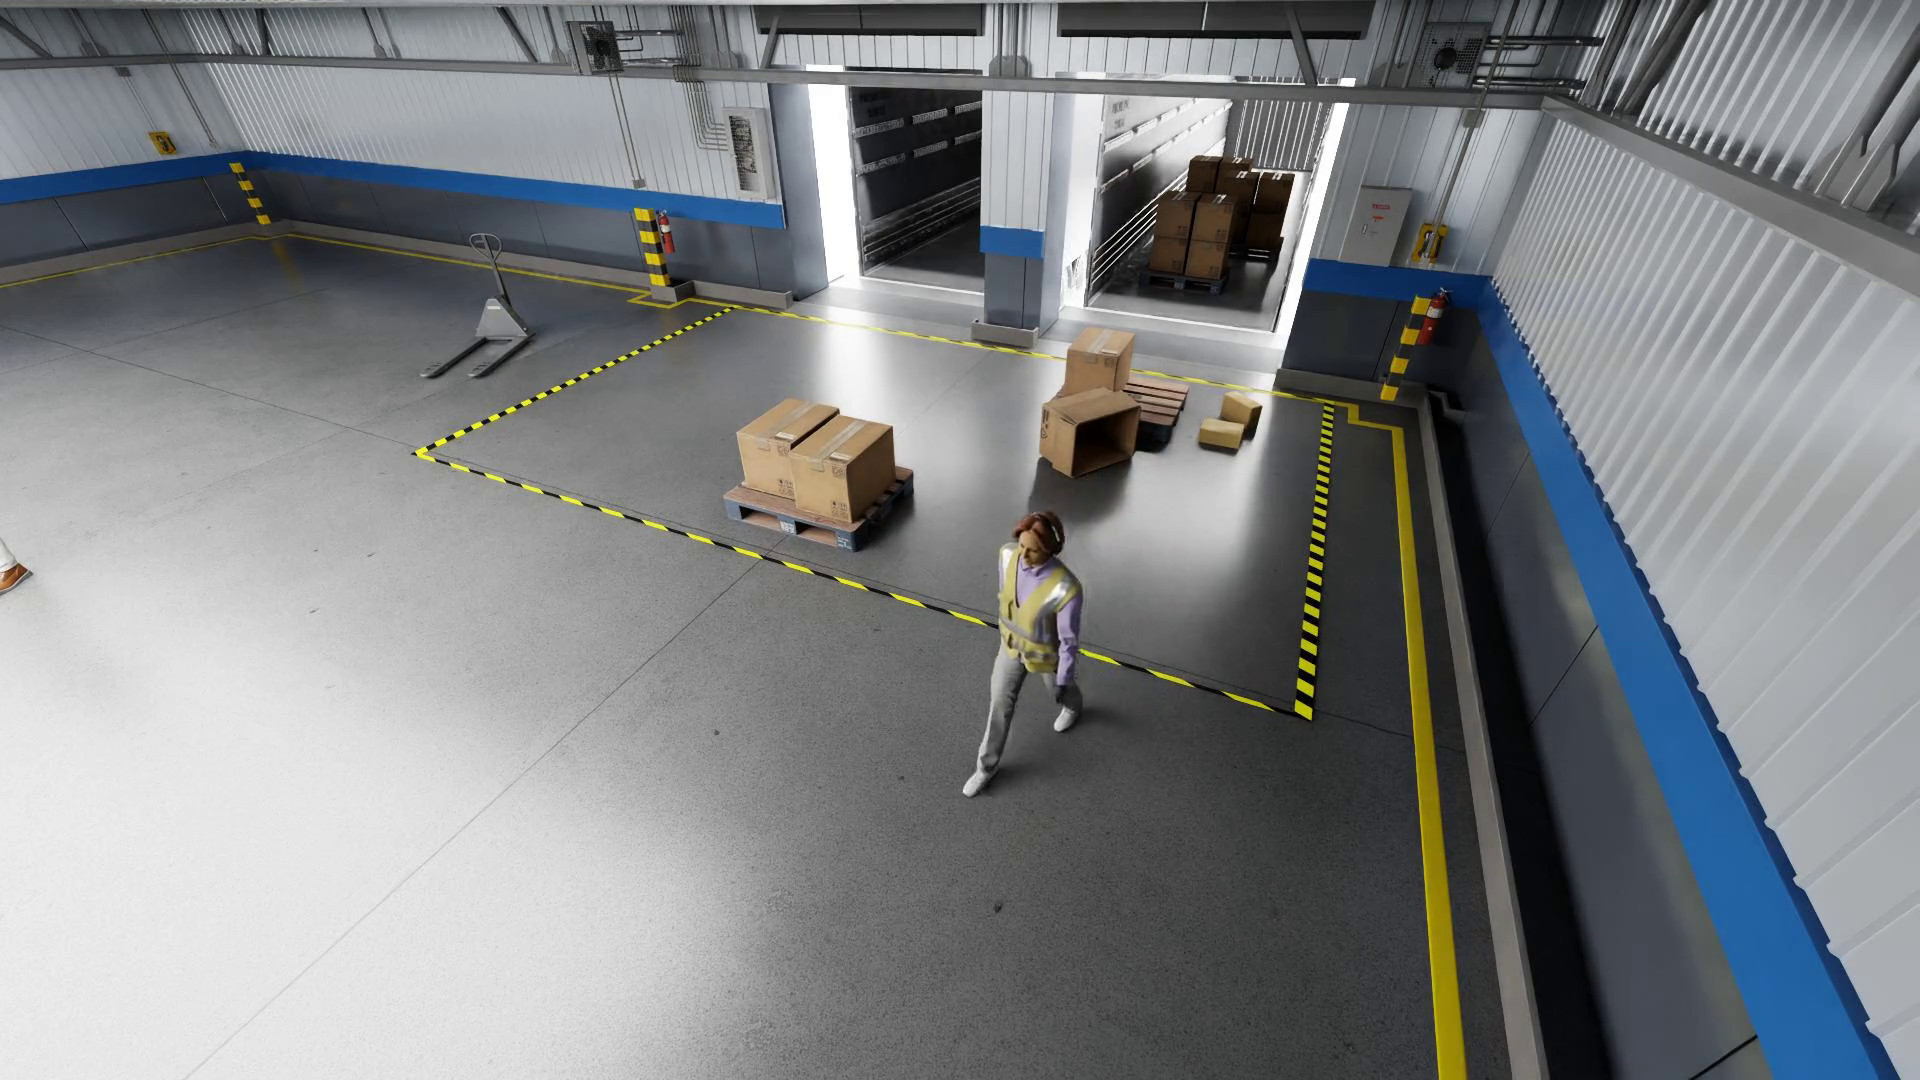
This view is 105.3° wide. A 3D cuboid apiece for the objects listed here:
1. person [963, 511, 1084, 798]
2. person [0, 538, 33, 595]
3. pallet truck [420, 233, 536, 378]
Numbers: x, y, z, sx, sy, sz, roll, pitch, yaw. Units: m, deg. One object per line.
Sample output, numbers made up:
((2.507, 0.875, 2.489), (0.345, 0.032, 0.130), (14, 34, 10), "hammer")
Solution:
((0.372, 0.529, 3.571), (0.524, 1.583, 0.910), (29, 45, 34), "person")
((-6.881, -0.461, 4.656), (0.614, 1.946, 0.389), (0, 35, 0), "person")
((-5.664, -2.712, 8.427), (0.680, 1.201, 1.601), (0, 35, -1), "pallet truck")
